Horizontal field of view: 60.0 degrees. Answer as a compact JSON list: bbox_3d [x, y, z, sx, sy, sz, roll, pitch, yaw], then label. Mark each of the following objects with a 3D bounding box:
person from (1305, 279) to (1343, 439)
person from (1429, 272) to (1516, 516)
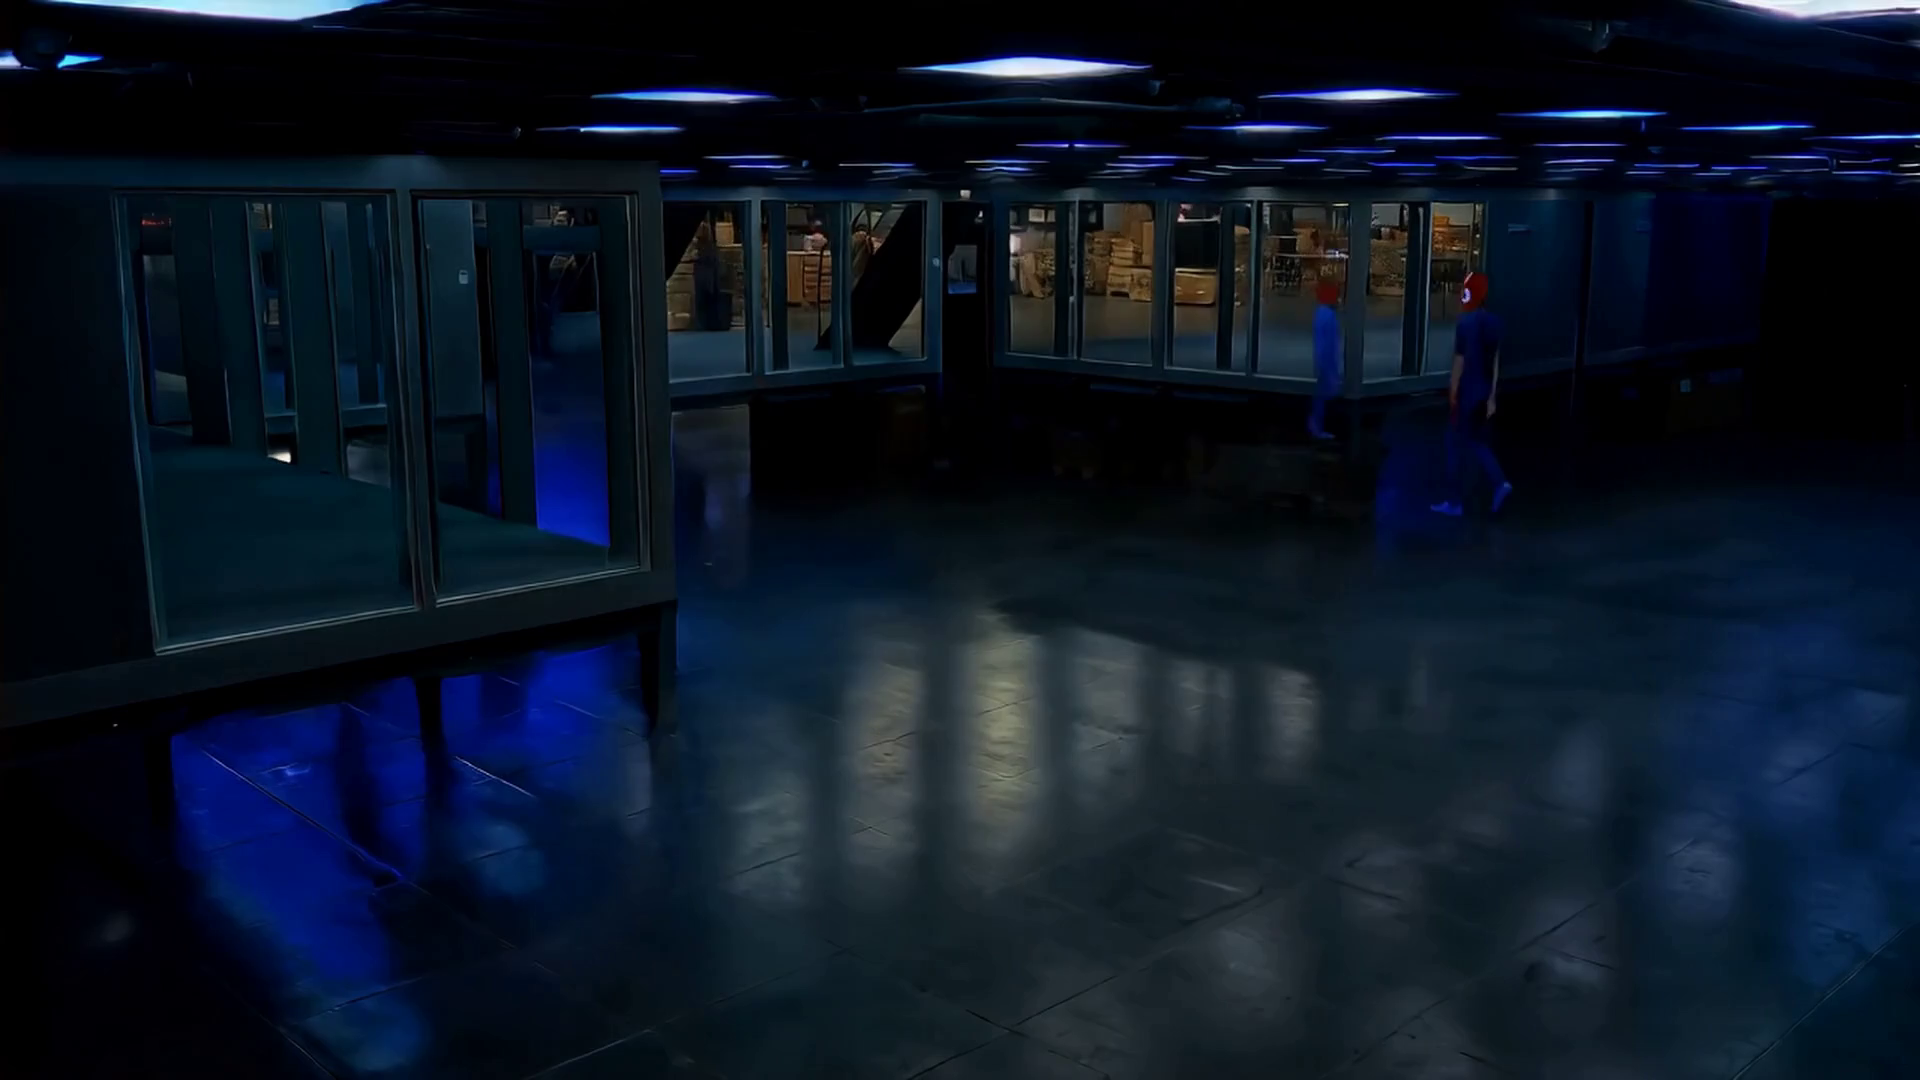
[{"bbox_3d":[3.693,-1.807,16.718,0.367,1.616,0.536,6,13,29],"label":"person"},{"bbox_3d":[3.861,-1.069,12.455,0.542,1.856,0.601,-8,14,-33],"label":"person"}]
